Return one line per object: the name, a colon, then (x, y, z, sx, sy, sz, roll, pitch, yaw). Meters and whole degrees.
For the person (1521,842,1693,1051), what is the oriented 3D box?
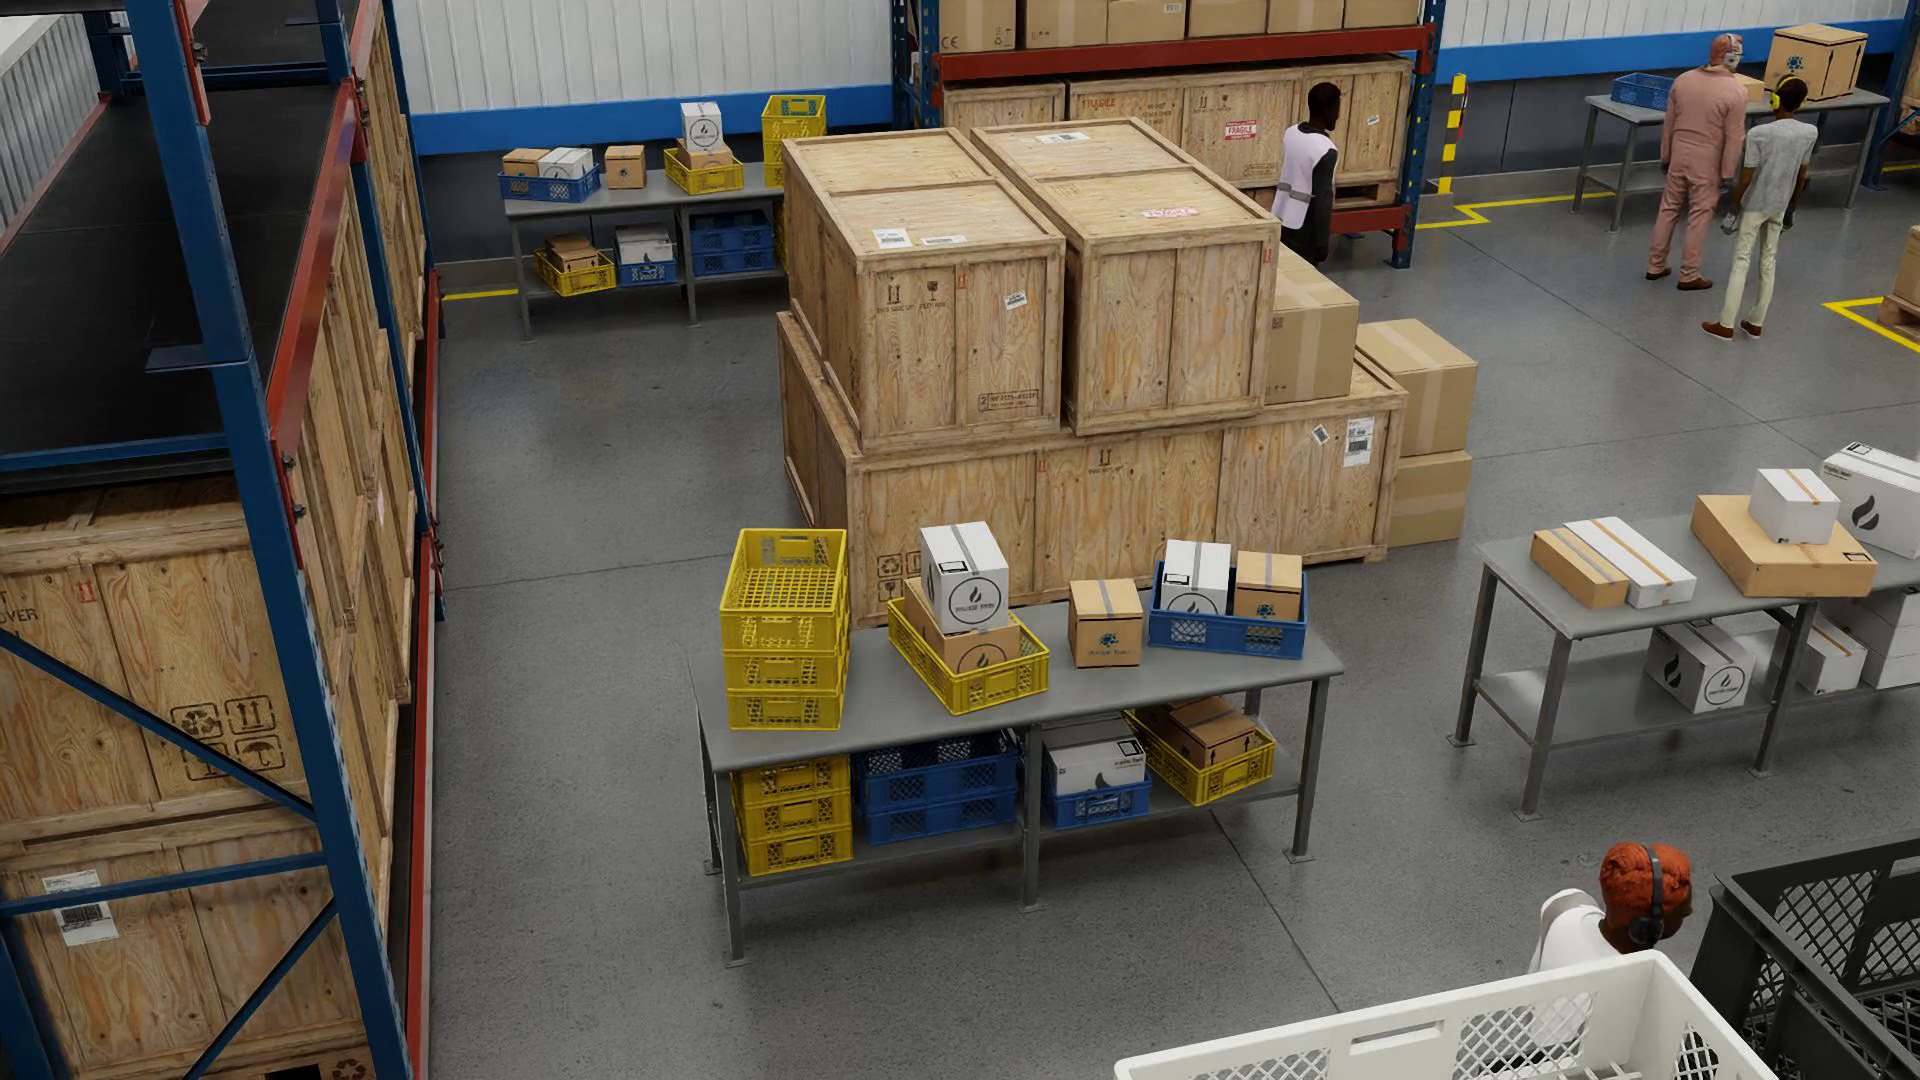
person: (1.697, 1.589, 4.544, 0.346, 1.882, 0.584, -3, 29, -5)

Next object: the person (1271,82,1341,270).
person: (2.321, -2.140, 11.290, 0.390, 1.911, 0.592, -8, 30, -15)

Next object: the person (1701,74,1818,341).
person: (5.609, -2.309, 11.637, 0.513, 1.870, 0.328, -3, 29, -6)

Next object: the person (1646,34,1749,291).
person: (5.611, -2.859, 12.598, 0.400, 1.905, 0.644, -16, 33, -27)
